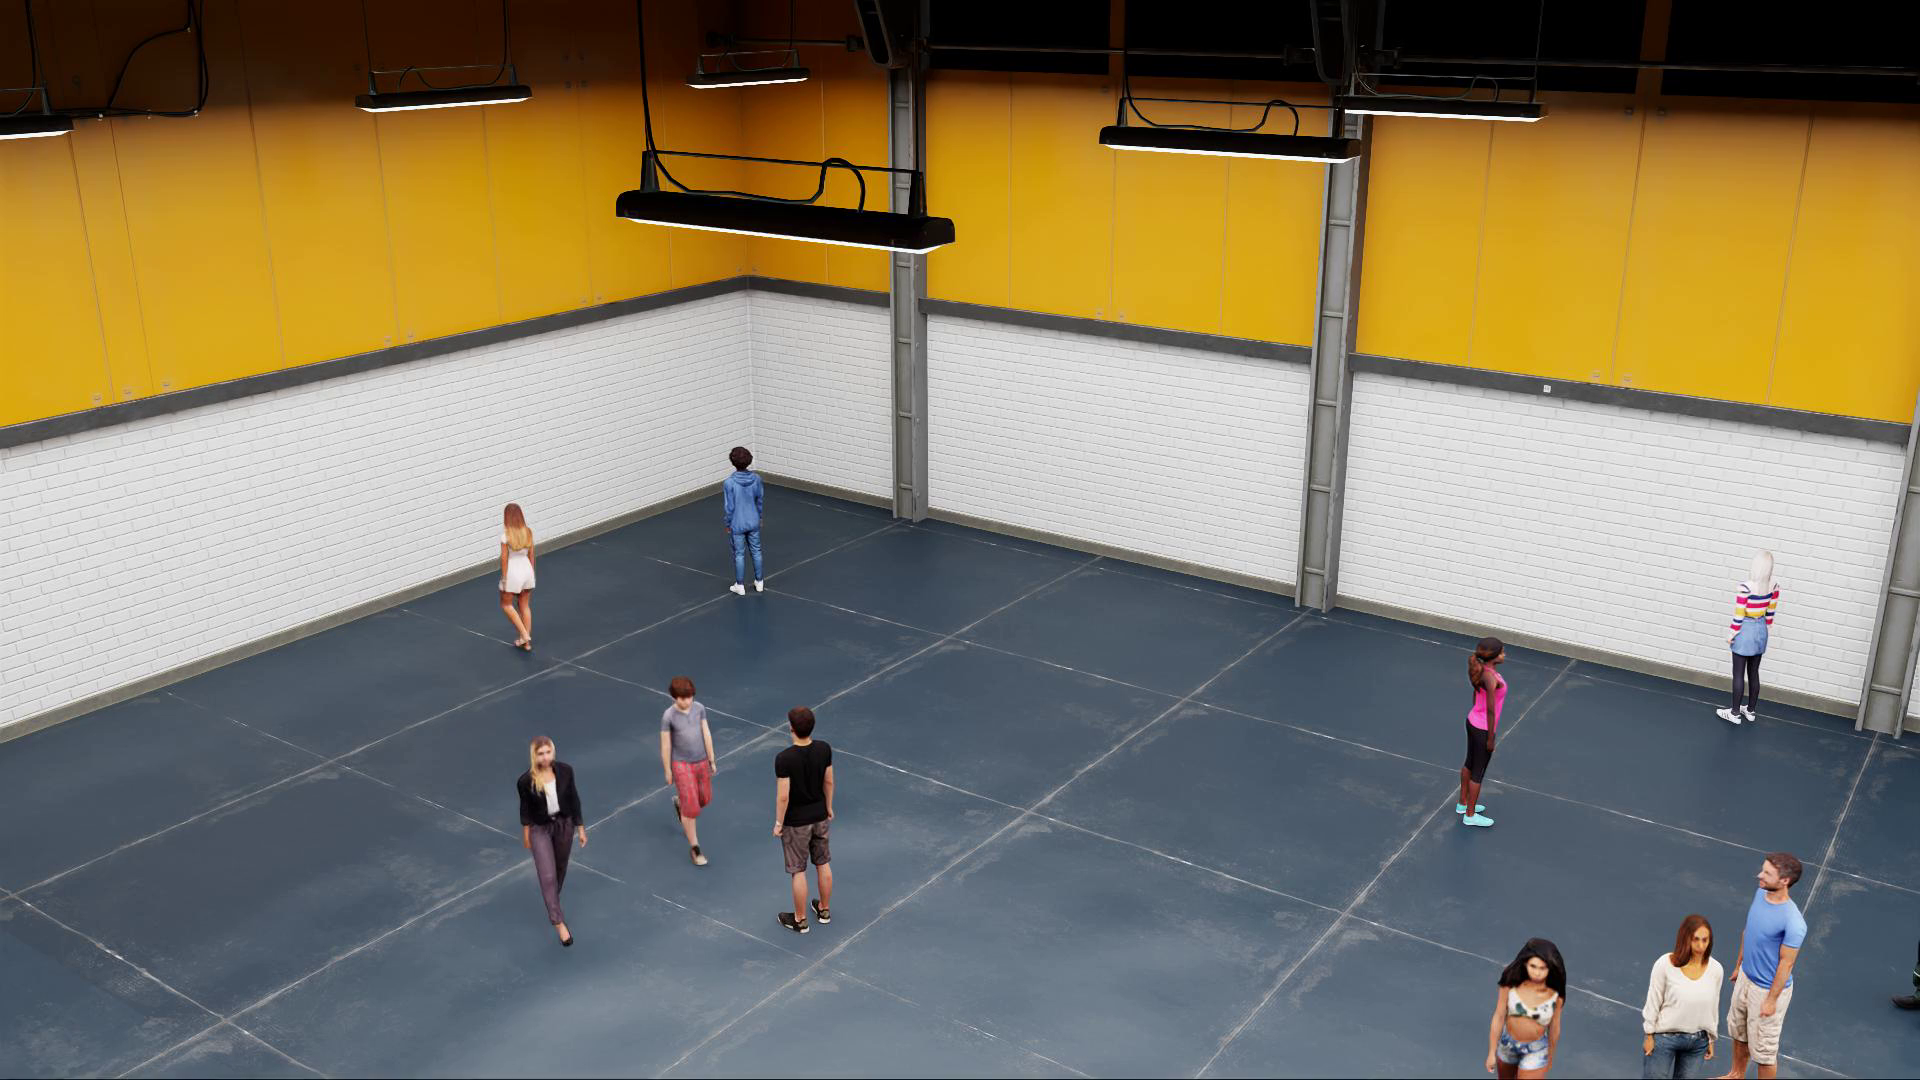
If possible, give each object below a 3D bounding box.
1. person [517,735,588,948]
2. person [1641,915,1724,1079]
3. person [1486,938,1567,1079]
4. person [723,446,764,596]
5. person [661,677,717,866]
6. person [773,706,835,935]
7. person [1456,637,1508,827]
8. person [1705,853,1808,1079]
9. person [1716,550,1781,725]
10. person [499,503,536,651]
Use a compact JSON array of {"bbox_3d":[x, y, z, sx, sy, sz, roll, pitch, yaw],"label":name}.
[{"bbox_3d":[-3.177,2.251,12.865,0.832,1.639,1.083,-12,22,-32],"label":"person"},{"bbox_3d":[4.460,3.082,10.332,0.651,1.682,0.756,1,19,2],"label":"person"},{"bbox_3d":[3.475,3.142,10.293,1.032,1.592,0.731,9,21,25],"label":"person"},{"bbox_3d":[-2.600,-0.240,19.997,0.754,1.808,0.721,-10,21,-28],"label":"person"},{"bbox_3d":[-2.309,1.872,14.002,0.816,1.632,1.049,-13,23,-34],"label":"person"},{"bbox_3d":[-1.195,2.141,12.843,0.754,1.862,0.708,-13,23,-34],"label":"person"},{"bbox_3d":[4.553,1.646,14.530,0.698,1.723,0.665,1,19,2],"label":"person"},{"bbox_3d":[5.191,2.849,10.739,0.781,1.864,0.738,-2,19,-5],"label":"person"},{"bbox_3d":[7.843,0.942,16.487,0.721,1.808,0.746,-5,19,-16],"label":"person"},{"bbox_3d":[-4.799,0.436,18.192,0.640,1.680,0.685,-17,25,-42],"label":"person"}]
